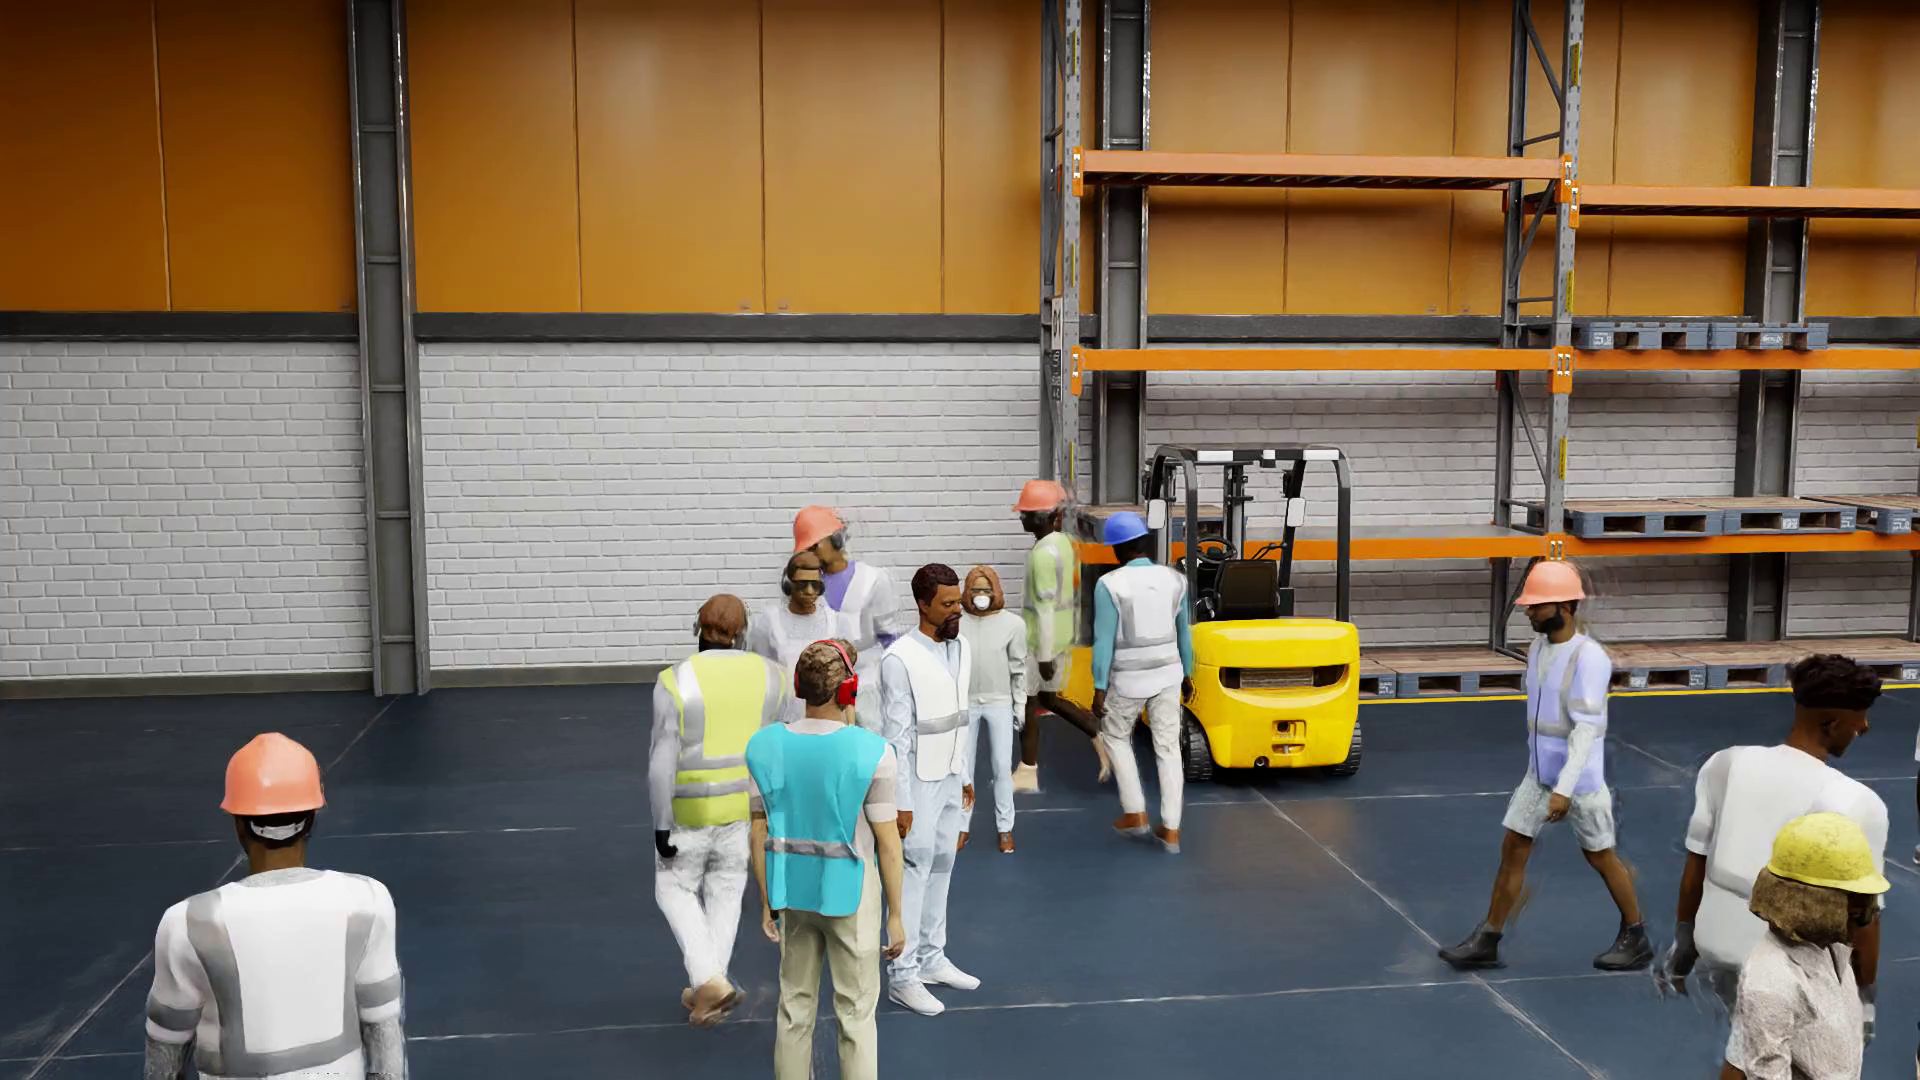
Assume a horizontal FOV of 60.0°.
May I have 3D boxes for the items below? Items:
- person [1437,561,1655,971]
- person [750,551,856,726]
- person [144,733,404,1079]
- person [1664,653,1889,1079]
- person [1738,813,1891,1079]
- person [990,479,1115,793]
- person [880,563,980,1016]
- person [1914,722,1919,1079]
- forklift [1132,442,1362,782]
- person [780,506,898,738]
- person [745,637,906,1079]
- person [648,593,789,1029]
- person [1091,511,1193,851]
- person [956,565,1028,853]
[{"bbox_3d":[2.715,1.034,7.489,1.011,1.888,0.562,-2,7,-16],"label":"person"},{"bbox_3d":[-0.774,0.964,8.291,0.511,1.830,0.402,-3,7,-21],"label":"person"},{"bbox_3d":[-1.704,1.412,4.131,0.561,1.877,1.004,-5,8,-37],"label":"person"},{"bbox_3d":[2.523,1.288,5.156,0.988,1.898,0.611,-3,7,-23],"label":"person"},{"bbox_3d":[2.007,1.500,3.977,0.315,1.742,0.492,6,9,41],"label":"person"},{"bbox_3d":[0.614,0.619,10.480,0.778,2.020,0.612,2,7,18],"label":"person"},{"bbox_3d":[-0.140,1.047,7.189,0.374,1.917,0.597,4,7,29],"label":"person"},{"bbox_3d":[3.952,1.125,6.323,0.608,1.958,0.389,1,7,11],"label":"person"},{"bbox_3d":[1.912,0.418,11.496,1.214,2.155,2.313,-1,7,-8],"label":"forklift"},{"bbox_3d":[-0.634,0.795,9.085,0.694,1.990,0.472,0,7,-1],"label":"person"},{"bbox_3d":[-0.460,1.253,5.690,0.566,1.847,0.389,2,7,20],"label":"person"},{"bbox_3d":[-0.997,1.130,6.932,0.625,1.814,0.540,-4,8,-34],"label":"person"},{"bbox_3d":[1.038,0.791,9.466,0.716,1.898,0.642,-3,7,-24],"label":"person"},{"bbox_3d":[0.129,0.946,9.350,0.505,1.627,0.277,1,7,5],"label":"person"}]
